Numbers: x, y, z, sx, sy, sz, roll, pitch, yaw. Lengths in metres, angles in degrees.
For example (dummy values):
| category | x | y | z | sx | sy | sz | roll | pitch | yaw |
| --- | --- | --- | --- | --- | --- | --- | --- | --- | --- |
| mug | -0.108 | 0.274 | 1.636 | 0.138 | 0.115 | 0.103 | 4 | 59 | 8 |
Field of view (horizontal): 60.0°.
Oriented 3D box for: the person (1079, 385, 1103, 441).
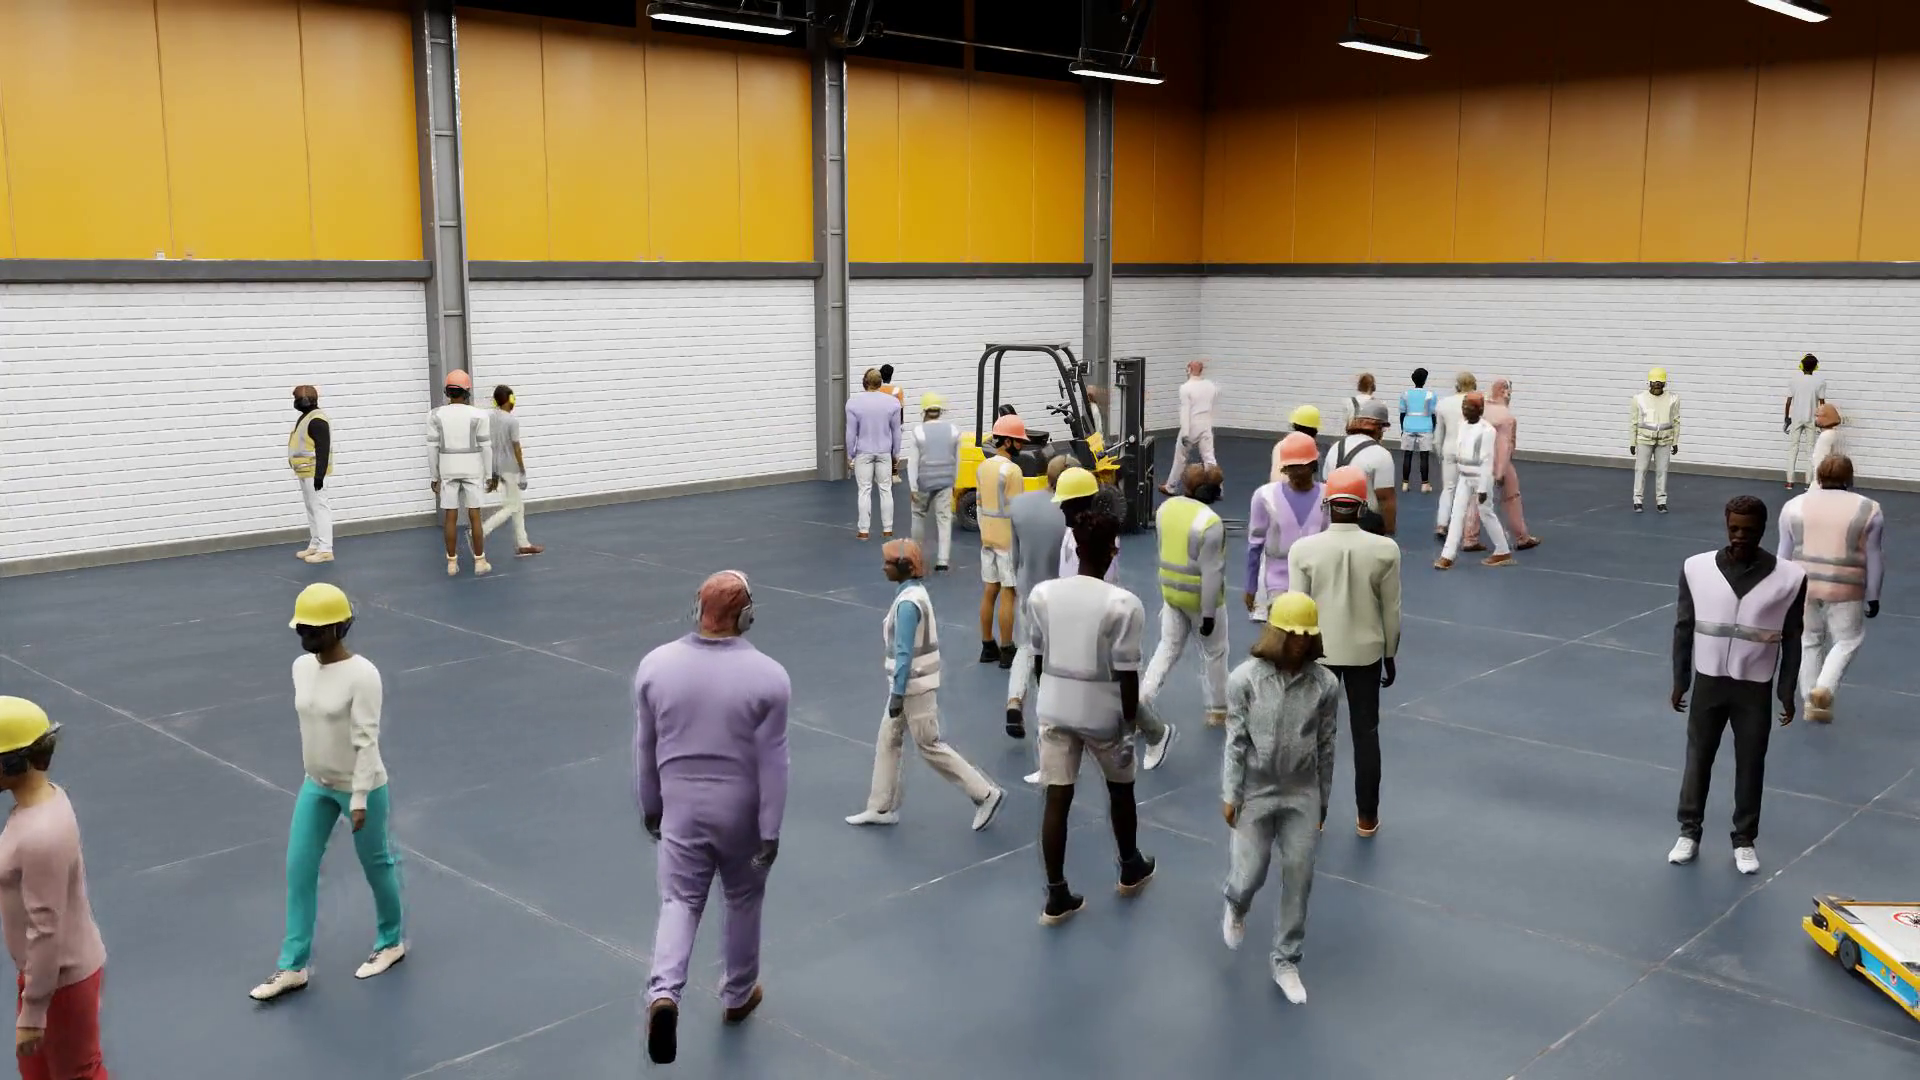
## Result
| category | x | y | z | sx | sy | sz | roll | pitch | yaw |
| --- | --- | --- | --- | --- | --- | --- | --- | --- | --- |
| person | 1.684 | -1.136 | 20.714 | 0.755 | 1.609 | 0.512 | 1 | 9 | 4 |

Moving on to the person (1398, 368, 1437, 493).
| category | x | y | z | sx | sy | sz | roll | pitch | yaw |
| --- | --- | --- | --- | --- | --- | --- | --- | --- | --- |
| person | 6.224 | -1.488 | 22.600 | 0.535 | 1.697 | 0.318 | 5 | 11 | 29 |

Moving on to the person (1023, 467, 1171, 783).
| category | x | y | z | sx | sy | sz | roll | pitch | yaw |
| --- | --- | --- | --- | --- | --- | --- | --- | --- | --- |
| person | 0.838 | 0.495 | 9.888 | 0.914 | 1.889 | 0.597 | -4 | 10 | -23 |

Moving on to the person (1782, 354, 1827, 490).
| category | x | y | z | sx | sy | sz | roll | pitch | yaw |
| --- | --- | --- | --- | --- | --- | --- | --- | --- | --- |
| person | 11.623 | -1.624 | 22.888 | 0.531 | 1.875 | 0.316 | 6 | 11 | 33 |

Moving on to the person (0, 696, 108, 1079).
| category | x | y | z | sx | sy | sz | roll | pitch | yaw |
| --- | --- | --- | --- | --- | --- | --- | --- | --- | --- |
| person | -2.845 | 1.341 | 5.115 | 0.486 | 1.750 | 0.560 | -6 | 11 | -33 |

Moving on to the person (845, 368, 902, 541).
| category | x | y | z | sx | sy | sz | roll | pitch | yaw |
| --- | --- | --- | --- | --- | --- | --- | --- | --- | --- |
| person | -0.965 | -0.954 | 18.578 | 0.635 | 1.939 | 0.359 | -2 | 9 | -12 |

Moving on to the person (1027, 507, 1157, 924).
| category | x | y | z | sx | sy | sz | roll | pitch | yaw |
| --- | --- | --- | --- | --- | --- | --- | --- | --- | --- |
| person | 0.647 | 0.793 | 7.907 | 0.610 | 1.931 | 0.903 | 5 | 10 | 27 |

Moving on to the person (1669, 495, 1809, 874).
| category | x | y | z | sx | sy | sz | roll | pitch | yaw |
| --- | --- | --- | --- | --- | --- | --- | --- | --- | --- |
| person | 3.916 | 0.716 | 8.408 | 0.590 | 1.918 | 0.391 | 5 | 10 | 27 |

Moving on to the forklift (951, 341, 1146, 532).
| category | x | y | z | sx | sy | sz | roll | pitch | yaw |
| --- | --- | --- | --- | --- | --- | --- | --- | --- | --- |
| forklift | 0.977 | -1.223 | 19.452 | 2.313 | 2.155 | 1.214 | 2 | 9 | 11 |

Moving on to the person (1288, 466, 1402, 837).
| category | x | y | z | sx | sy | sz | roll | pitch | yaw |
| --- | --- | --- | --- | --- | --- | --- | --- | --- | --- |
| person | 2.039 | 0.599 | 8.886 | 0.608 | 1.996 | 0.380 | 1 | 9 | 6 |

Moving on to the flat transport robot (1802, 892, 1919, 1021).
| category | x | y | z | sx | sy | sz | roll | pitch | yaw |
| --- | --- | --- | --- | --- | --- | --- | --- | --- | --- |
| flat transport robot | 4.132 | 1.794 | 6.836 | 0.652 | 0.197 | 1.431 | 0 | 9 | 2 |

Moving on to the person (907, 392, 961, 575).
| category | x | y | z | sx | sy | sz | roll | pitch | yaw |
| --- | --- | --- | --- | --- | --- | --- | --- | --- | --- |
| person | -0.299 | -0.582 | 16.723 | 0.590 | 1.794 | 0.852 | -3 | 10 | -19 |

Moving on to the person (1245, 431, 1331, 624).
| category | x | y | z | sx | sy | sz | roll | pitch | yaw |
| --- | --- | --- | --- | --- | --- | --- | --- | --- | --- |
| person | 2.163 | 0.310 | 10.605 | 0.630 | 2.015 | 0.616 | 0 | 9 | 0 |

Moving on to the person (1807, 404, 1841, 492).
| category | x | y | z | sx | sy | sz | roll | pitch | yaw |
| --- | --- | --- | --- | --- | --- | --- | --- | --- | --- |
| person | 9.018 | -0.613 | 17.443 | 0.341 | 1.620 | 0.530 | 7 | 12 | 36 |

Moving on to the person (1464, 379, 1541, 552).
| category | x | y | z | sx | sy | sz | roll | pitch | yaw |
| --- | --- | --- | --- | --- | --- | --- | --- | --- | --- |
| person | 5.841 | -0.797 | 17.866 | 0.978 | 1.850 | 0.638 | -4 | 10 | -24 |

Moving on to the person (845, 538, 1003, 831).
| category | x | y | z | sx | sy | sz | roll | pitch | yaw |
| --- | --- | --- | --- | --- | --- | --- | --- | --- | --- |
| person | -0.188 | 0.781 | 8.962 | 0.801 | 1.603 | 0.518 | 0 | 9 | -2 |

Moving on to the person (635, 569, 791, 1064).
| category | x | y | z | sx | sy | sz | roll | pitch | yaw |
| --- | --- | --- | --- | --- | --- | --- | --- | --- | --- |
| person | -0.965 | 1.059 | 6.445 | 0.648 | 1.874 | 0.806 | 1 | 9 | 7 |

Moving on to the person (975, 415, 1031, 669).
| category | x | y | z | sx | sy | sz | roll | pitch | yaw |
| --- | --- | --- | --- | --- | --- | --- | --- | --- | --- |
| person | 0.348 | 0.011 | 12.699 | 0.375 | 1.930 | 0.542 | -6 | 11 | -31 |

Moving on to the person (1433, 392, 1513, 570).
| category | x | y | z | sx | sy | sz | roll | pitch | yaw |
| --- | --- | --- | --- | --- | --- | --- | --- | --- | --- |
| person | 5.208 | -0.599 | 16.810 | 0.965 | 1.820 | 0.624 | -4 | 10 | -22 |

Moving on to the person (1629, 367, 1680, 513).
| category | x | y | z | sx | sy | sz | roll | pitch | yaw |
| --- | --- | --- | --- | --- | --- | --- | --- | --- | --- |
| person | 8.640 | -1.240 | 20.703 | 0.591 | 1.825 | 0.403 | 2 | 9 | 11 |

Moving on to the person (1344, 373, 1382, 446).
| category | x | y | z | sx | sy | sz | roll | pitch | yaw |
| --- | --- | --- | --- | --- | --- | --- | --- | --- | --- |
| person | 4.827 | -1.080 | 19.762 | 0.496 | 1.798 | 0.898 | 5 | 11 | 30 |

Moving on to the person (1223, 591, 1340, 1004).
| category | x | y | z | sx | sy | sz | roll | pitch | yaw |
| --- | --- | --- | --- | --- | --- | --- | --- | --- | --- |
| person | 1.330 | 1.038 | 7.009 | 0.489 | 1.724 | 0.532 | -1 | 9 | -4 |

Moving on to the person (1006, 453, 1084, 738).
| category | x | y | z | sx | sy | sz | roll | pitch | yaw |
| --- | --- | --- | --- | --- | --- | --- | --- | --- | --- |
| person | 0.573 | 0.364 | 10.667 | 0.652 | 1.882 | 0.774 | 6 | 11 | 34 |

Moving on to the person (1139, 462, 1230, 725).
| category | x | y | z | sx | sy | sz | roll | pitch | yaw |
| --- | --- | --- | --- | --- | --- | --- | --- | --- | --- |
| person | 1.504 | 0.376 | 10.874 | 0.898 | 1.798 | 0.627 | -7 | 11 | -35 |

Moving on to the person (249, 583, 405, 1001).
| category | x | y | z | sx | sy | sz | roll | pitch | yaw |
| --- | --- | --- | --- | --- | --- | --- | --- | --- | --- |
| person | -2.638 | 1.051 | 6.916 | 0.534 | 1.738 | 0.786 | 4 | 10 | 24 |

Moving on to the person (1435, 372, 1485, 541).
| category | x | y | z | sx | sy | sz | roll | pitch | yaw |
| --- | --- | --- | --- | --- | --- | --- | --- | --- | --- |
| person | 5.601 | -0.931 | 18.618 | 0.629 | 1.896 | 0.918 | 4 | 10 | 25 |

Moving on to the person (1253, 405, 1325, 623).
| category | x | y | z | sx | sy | sz | roll | pitch | yaw |
| --- | --- | --- | --- | --- | --- | --- | --- | --- | --- |
| person | 2.931 | -0.224 | 14.305 | 0.977 | 1.864 | 0.580 | -4 | 10 | -25 |

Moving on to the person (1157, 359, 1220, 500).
| category | x | y | z | sx | sy | sz | roll | pitch | yaw |
| --- | --- | --- | --- | --- | --- | --- | --- | --- | --- |
| person | 3.084 | -1.453 | 21.939 | 0.645 | 1.845 | 1.031 | -6 | 11 | -33 |

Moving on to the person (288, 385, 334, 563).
| category | x | y | z | sx | sy | sz | roll | pitch | yaw |
| --- | --- | --- | --- | --- | --- | --- | --- | --- | --- |
| person | -6.740 | -0.691 | 17.274 | 0.429 | 1.841 | 0.636 | -6 | 11 | -34 |

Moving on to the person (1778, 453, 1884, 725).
| category | x | y | z | sx | sy | sz | roll | pitch | yaw |
| --- | --- | --- | --- | --- | --- | --- | --- | --- | --- |
| person | 5.731 | 0.337 | 11.003 | 0.640 | 1.830 | 0.609 | 8 | 12 | 41 |

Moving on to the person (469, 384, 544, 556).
| category | x | y | z | sx | sy | sz | roll | pitch | yaw |
| --- | --- | --- | --- | --- | --- | --- | --- | --- | --- |
| person | -4.800 | -0.713 | 17.424 | 0.567 | 1.828 | 0.794 | 9 | 13 | 44 |

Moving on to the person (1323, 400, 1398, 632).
| category | x | y | z | sx | sy | sz | roll | pitch | yaw |
| --- | --- | --- | --- | --- | --- | --- | --- | --- | --- |
| person | 3.283 | -0.146 | 13.317 | 0.847 | 2.000 | 0.716 | -4 | 10 | -23 |

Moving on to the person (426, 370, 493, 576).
| category | x | y | z | sx | sy | sz | roll | pitch | yaw |
| --- | --- | --- | --- | --- | --- | --- | --- | --- | --- |
| person | -4.943 | -0.665 | 16.490 | 0.615 | 2.042 | 0.376 | -1 | 9 | -8 |

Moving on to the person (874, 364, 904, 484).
| category | x | y | z | sx | sy | sz | roll | pitch | yaw |
| --- | --- | --- | --- | --- | --- | --- | --- | --- | --- |
| person | -1.037 | -1.635 | 23.523 | 0.531 | 1.694 | 0.320 | 3 | 10 | 17 |
